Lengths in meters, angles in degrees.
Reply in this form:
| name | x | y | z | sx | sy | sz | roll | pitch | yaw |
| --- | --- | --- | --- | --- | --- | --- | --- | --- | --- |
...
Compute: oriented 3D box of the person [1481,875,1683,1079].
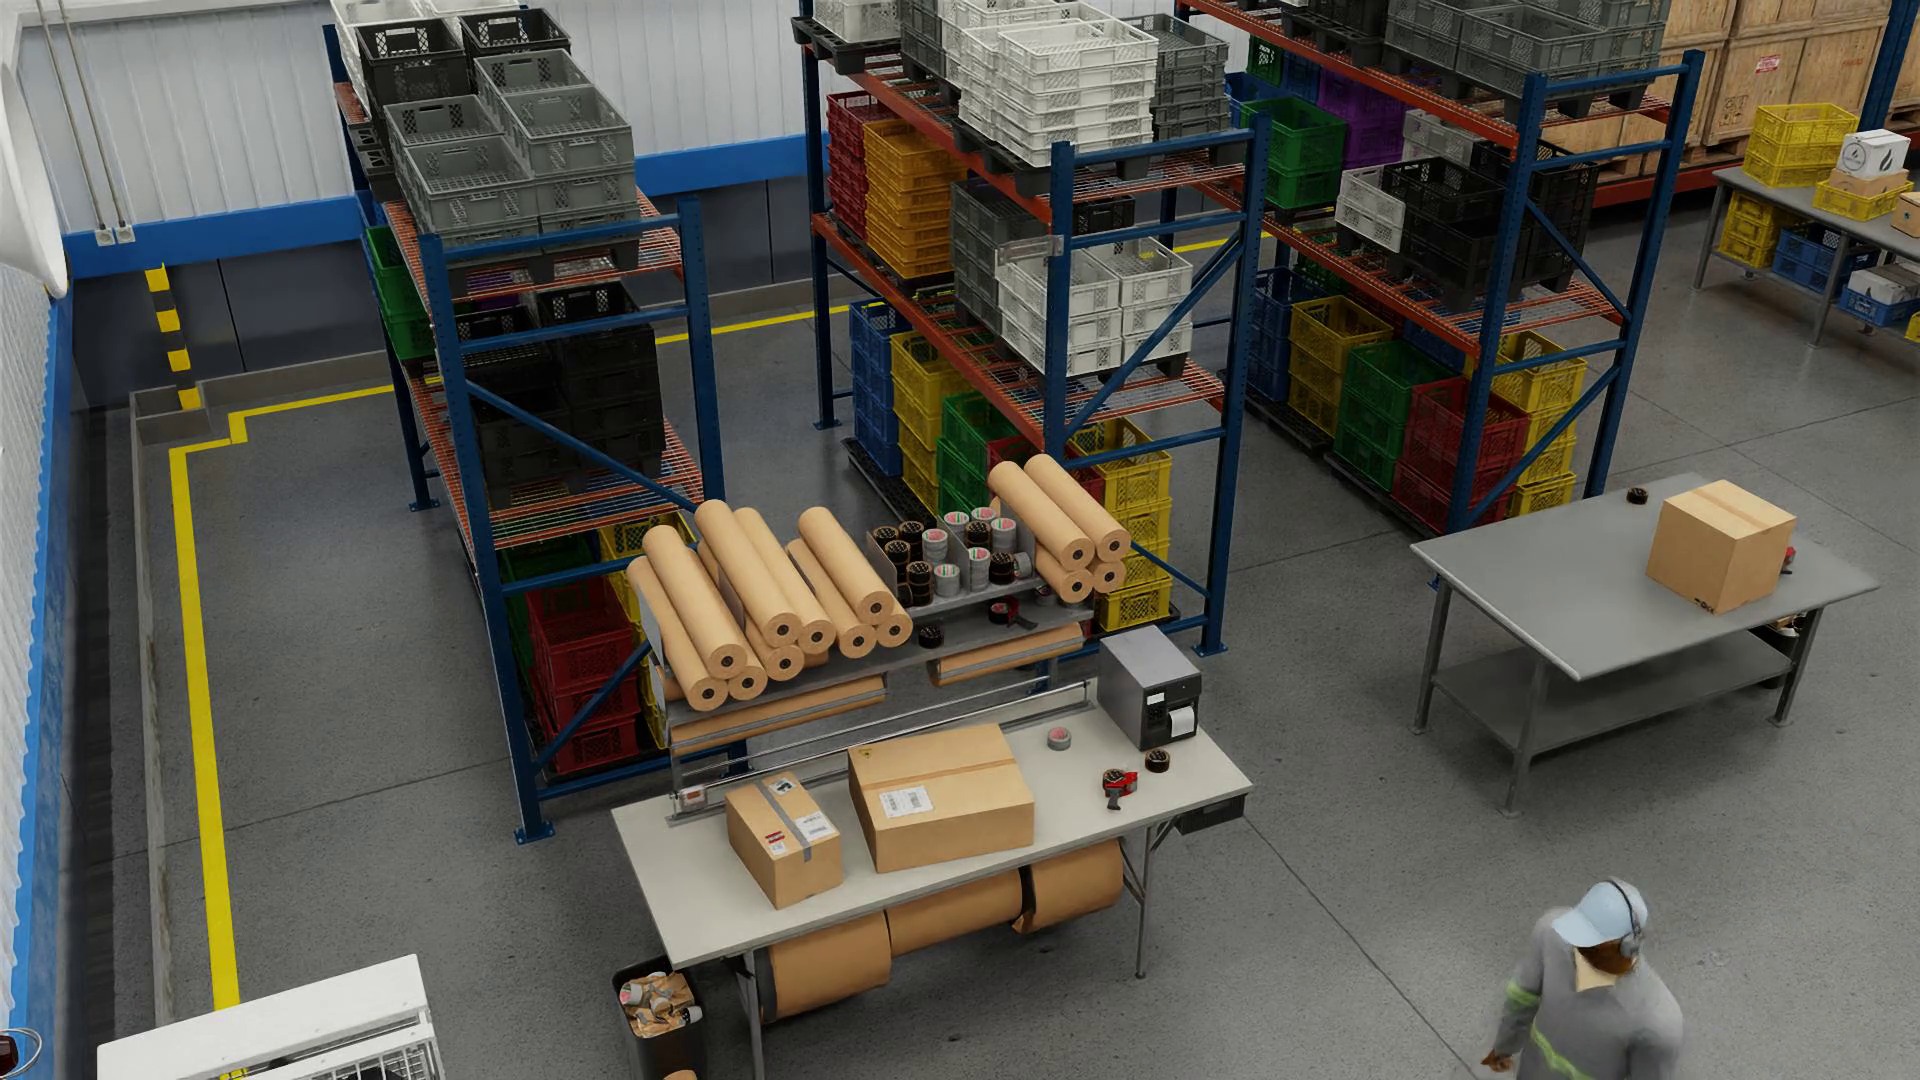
| name | x | y | z | sx | sy | sz | roll | pitch | yaw |
| --- | --- | --- | --- | --- | --- | --- | --- | --- | --- |
| person | 1.993 | 1.818 | 5.509 | 0.396 | 1.849 | 0.597 | -14 | 34 | -21 |
